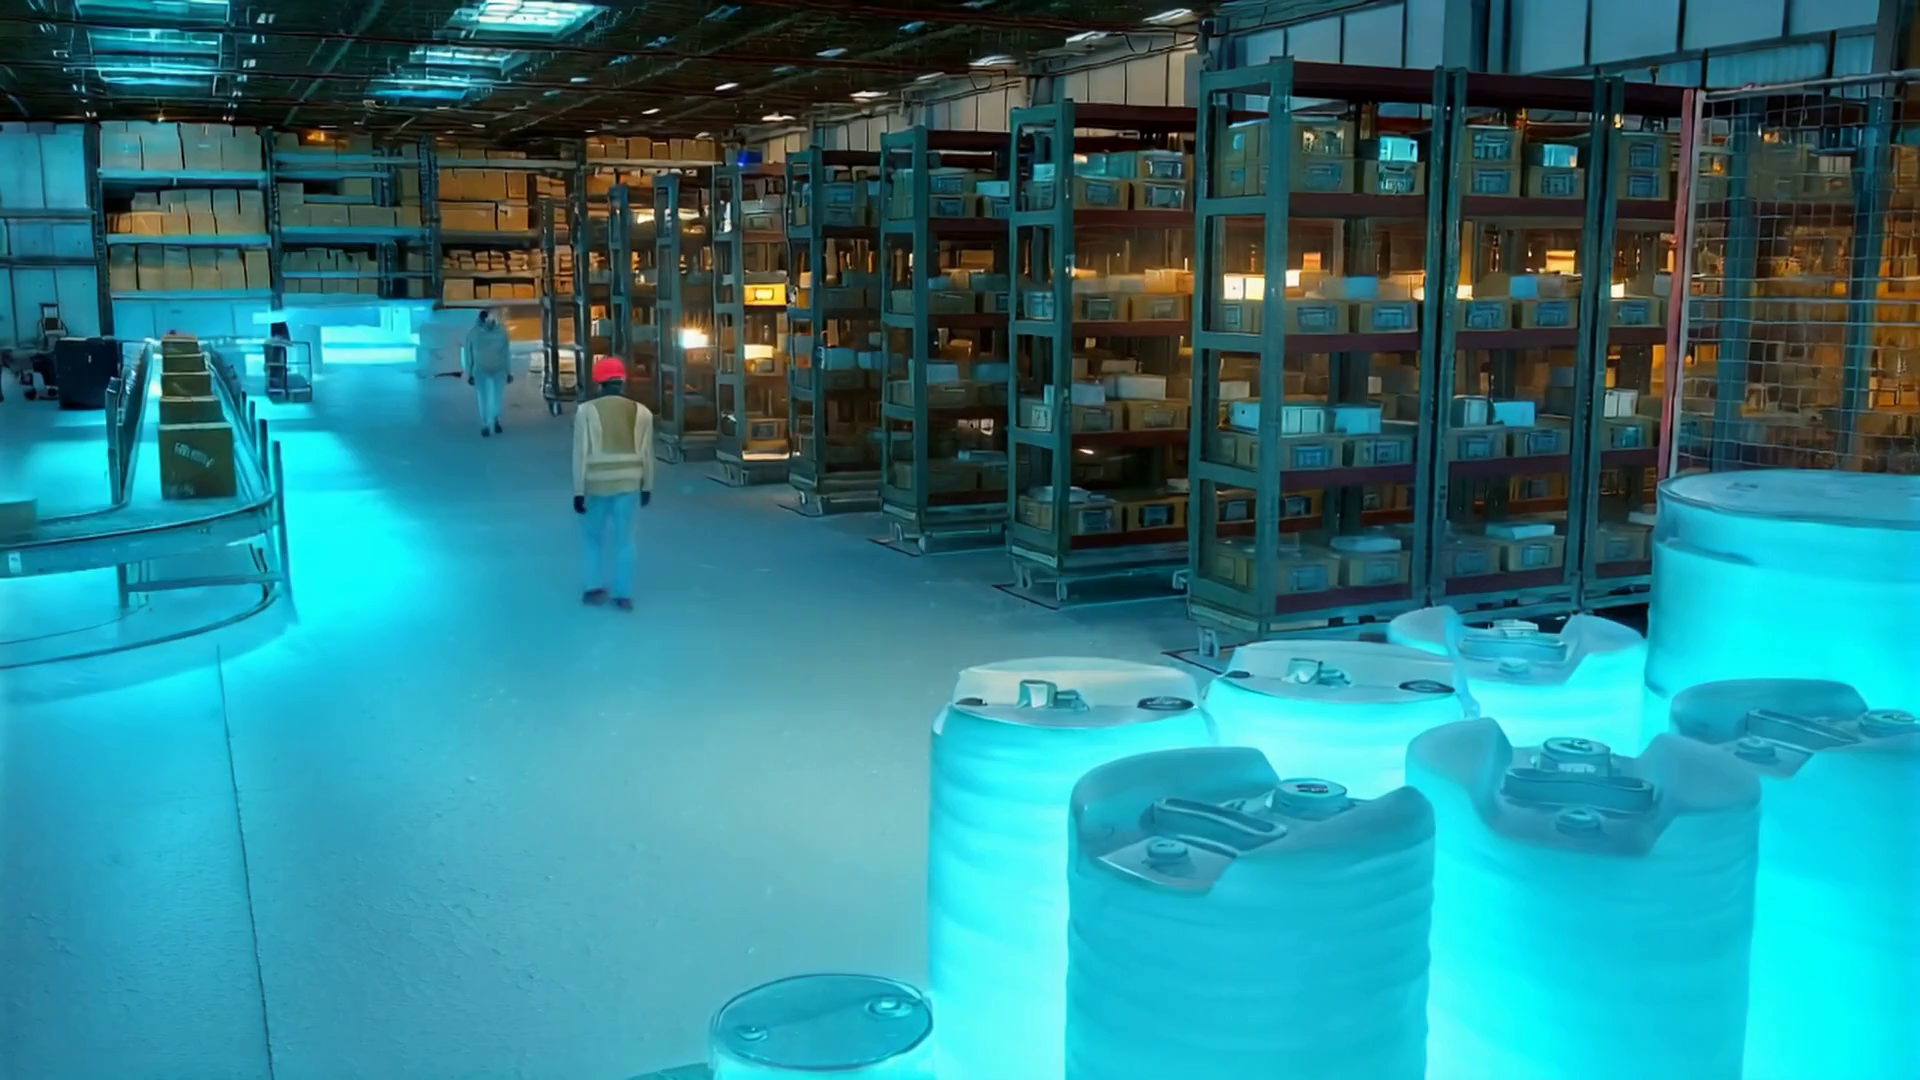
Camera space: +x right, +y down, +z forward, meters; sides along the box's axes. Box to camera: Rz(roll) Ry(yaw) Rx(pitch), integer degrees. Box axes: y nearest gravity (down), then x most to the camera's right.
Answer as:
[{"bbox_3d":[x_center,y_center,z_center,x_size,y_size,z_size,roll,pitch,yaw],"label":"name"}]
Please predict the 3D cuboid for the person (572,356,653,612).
[{"bbox_3d":[-2.517,-0.407,11.908,0.628,1.810,0.660,-6,11,-32],"label":"person"}]

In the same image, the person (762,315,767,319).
[{"bbox_3d":[-4.135,-4.233,35.083,0.375,1.997,0.612,3,10,20],"label":"person"}]

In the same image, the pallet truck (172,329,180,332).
[{"bbox_3d":[-17.275,-3.851,35.096,1.601,1.201,0.680,0,9,1],"label":"pallet truck"}]

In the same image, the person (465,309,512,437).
[{"bbox_3d":[-6.977,-2.486,24.641,0.635,1.870,0.960,-3,10,-19],"label":"person"}]

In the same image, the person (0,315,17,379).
[{"bbox_3d":[-21.200,-4.305,36.721,0.605,1.616,0.503,-1,9,-3],"label":"person"}]

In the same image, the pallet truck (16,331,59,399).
[{"bbox_3d":[-17.082,-3.353,31.781,1.630,1.274,0.653,-4,10,-25],"label":"pallet truck"}]
